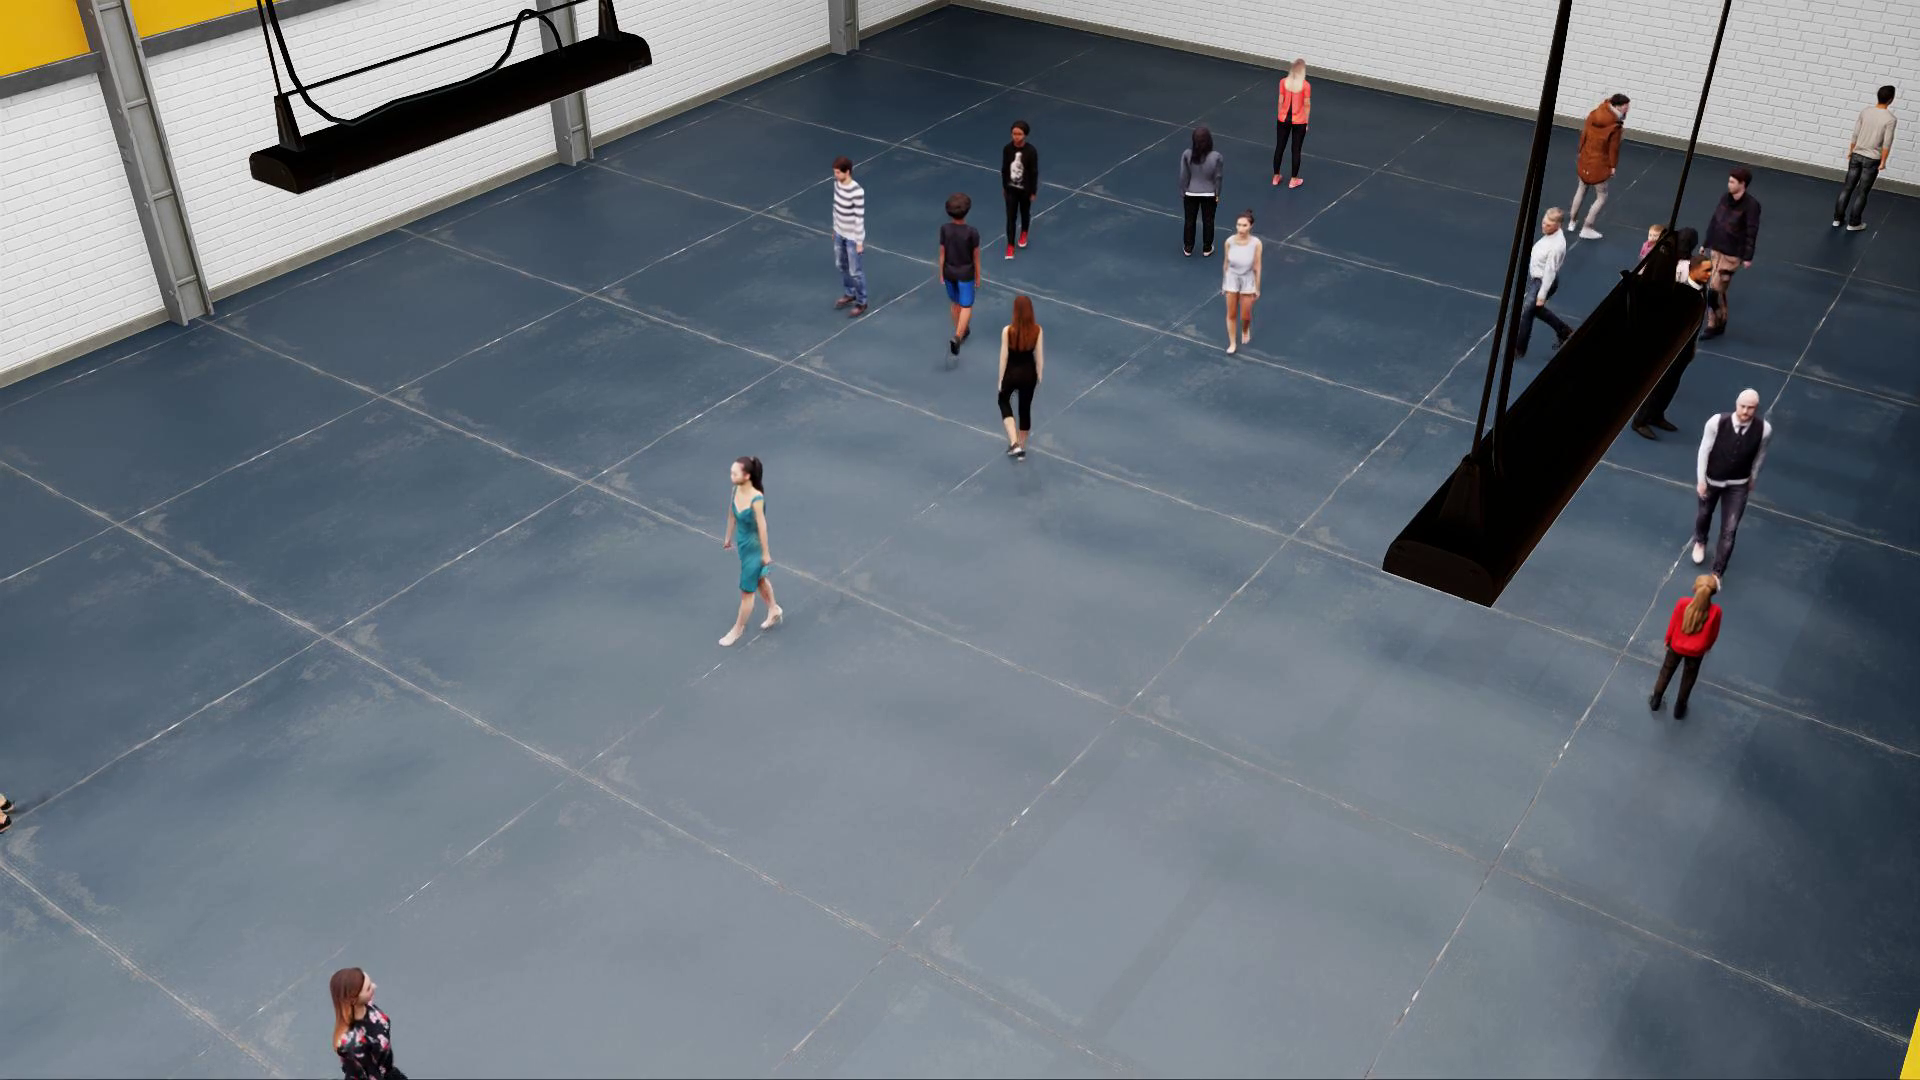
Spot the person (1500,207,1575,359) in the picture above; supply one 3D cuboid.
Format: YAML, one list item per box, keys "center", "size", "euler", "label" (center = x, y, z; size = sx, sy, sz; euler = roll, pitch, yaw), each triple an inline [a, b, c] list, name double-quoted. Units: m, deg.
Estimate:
- center: [6.216, -2.684, 17.544]
  size: [1.000, 1.778, 1.036]
  euler: [6, 34, 9]
  label: "person"

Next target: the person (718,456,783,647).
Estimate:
- center: [-1.634, 0.048, 13.535]
  size: [0.948, 1.666, 0.756]
  euler: [-23, 40, -30]
  label: "person"

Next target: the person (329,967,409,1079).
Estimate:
- center: [-3.320, 2.985, 9.112]
  size: [0.770, 1.672, 0.709]
  euler: [-5, 34, -8]
  label: "person"

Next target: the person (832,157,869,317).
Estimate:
- center: [-1.219, -3.435, 18.624]
  size: [0.671, 1.834, 0.715]
  euler: [-24, 41, -32]
  label: "person"

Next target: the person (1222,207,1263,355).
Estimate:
- center: [3.038, -2.797, 17.873]
  size: [0.649, 1.602, 0.675]
  euler: [12, 35, 17]
  label: "person"

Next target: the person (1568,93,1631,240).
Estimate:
- center: [7.807, -4.626, 20.431]
  size: [0.873, 1.817, 0.882]
  euler: [-26, 42, -34]
  label: "person"

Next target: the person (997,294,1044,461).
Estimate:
- center: [0.574, -1.497, 15.816]
  size: [0.758, 1.715, 0.818]
  euler: [-5, 34, -8]
  label: "person"

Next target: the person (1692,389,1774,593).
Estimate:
- center: [6.571, -0.538, 14.309]
  size: [0.872, 1.785, 1.200]
  euler: [11, 35, 16]
  label: "person"

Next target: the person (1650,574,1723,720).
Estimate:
- center: [5.578, 0.813, 12.733]
  size: [0.517, 1.281, 0.533]
  euler: [17, 37, 23]
  label: "person"

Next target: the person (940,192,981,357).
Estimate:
- center: [-0.020, -2.815, 17.739]
  size: [0.822, 1.781, 1.105]
  euler: [9, 35, 13]
  label: "person"

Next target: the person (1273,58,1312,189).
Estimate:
- center: [4.356, -5.485, 21.835]
  size: [0.595, 1.694, 0.529]
  euler: [19, 38, 26]
  label: "person"

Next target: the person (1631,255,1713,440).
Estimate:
- center: [6.987, -1.905, 16.250]
  size: [0.686, 1.913, 0.834]
  euler: [-20, 38, -27]
  label: "person"

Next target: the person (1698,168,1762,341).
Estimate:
- center: [8.413, -3.115, 18.081]
  size: [0.895, 1.901, 0.854]
  euler: [-14, 36, -20]
  label: "person"

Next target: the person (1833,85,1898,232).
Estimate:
- center: [11.228, -4.741, 20.609]
  size: [0.686, 1.811, 0.719]
  euler: [-20, 38, -27]
  label: "person"

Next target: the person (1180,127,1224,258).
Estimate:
- center: [2.889, -4.174, 19.951]
  size: [0.766, 1.596, 0.778]
  euler: [7, 34, 11]
  label: "person"

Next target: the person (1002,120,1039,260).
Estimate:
- center: [0.740, -4.253, 20.035]
  size: [0.873, 1.634, 1.146]
  euler: [8, 34, 12]
  label: "person"
